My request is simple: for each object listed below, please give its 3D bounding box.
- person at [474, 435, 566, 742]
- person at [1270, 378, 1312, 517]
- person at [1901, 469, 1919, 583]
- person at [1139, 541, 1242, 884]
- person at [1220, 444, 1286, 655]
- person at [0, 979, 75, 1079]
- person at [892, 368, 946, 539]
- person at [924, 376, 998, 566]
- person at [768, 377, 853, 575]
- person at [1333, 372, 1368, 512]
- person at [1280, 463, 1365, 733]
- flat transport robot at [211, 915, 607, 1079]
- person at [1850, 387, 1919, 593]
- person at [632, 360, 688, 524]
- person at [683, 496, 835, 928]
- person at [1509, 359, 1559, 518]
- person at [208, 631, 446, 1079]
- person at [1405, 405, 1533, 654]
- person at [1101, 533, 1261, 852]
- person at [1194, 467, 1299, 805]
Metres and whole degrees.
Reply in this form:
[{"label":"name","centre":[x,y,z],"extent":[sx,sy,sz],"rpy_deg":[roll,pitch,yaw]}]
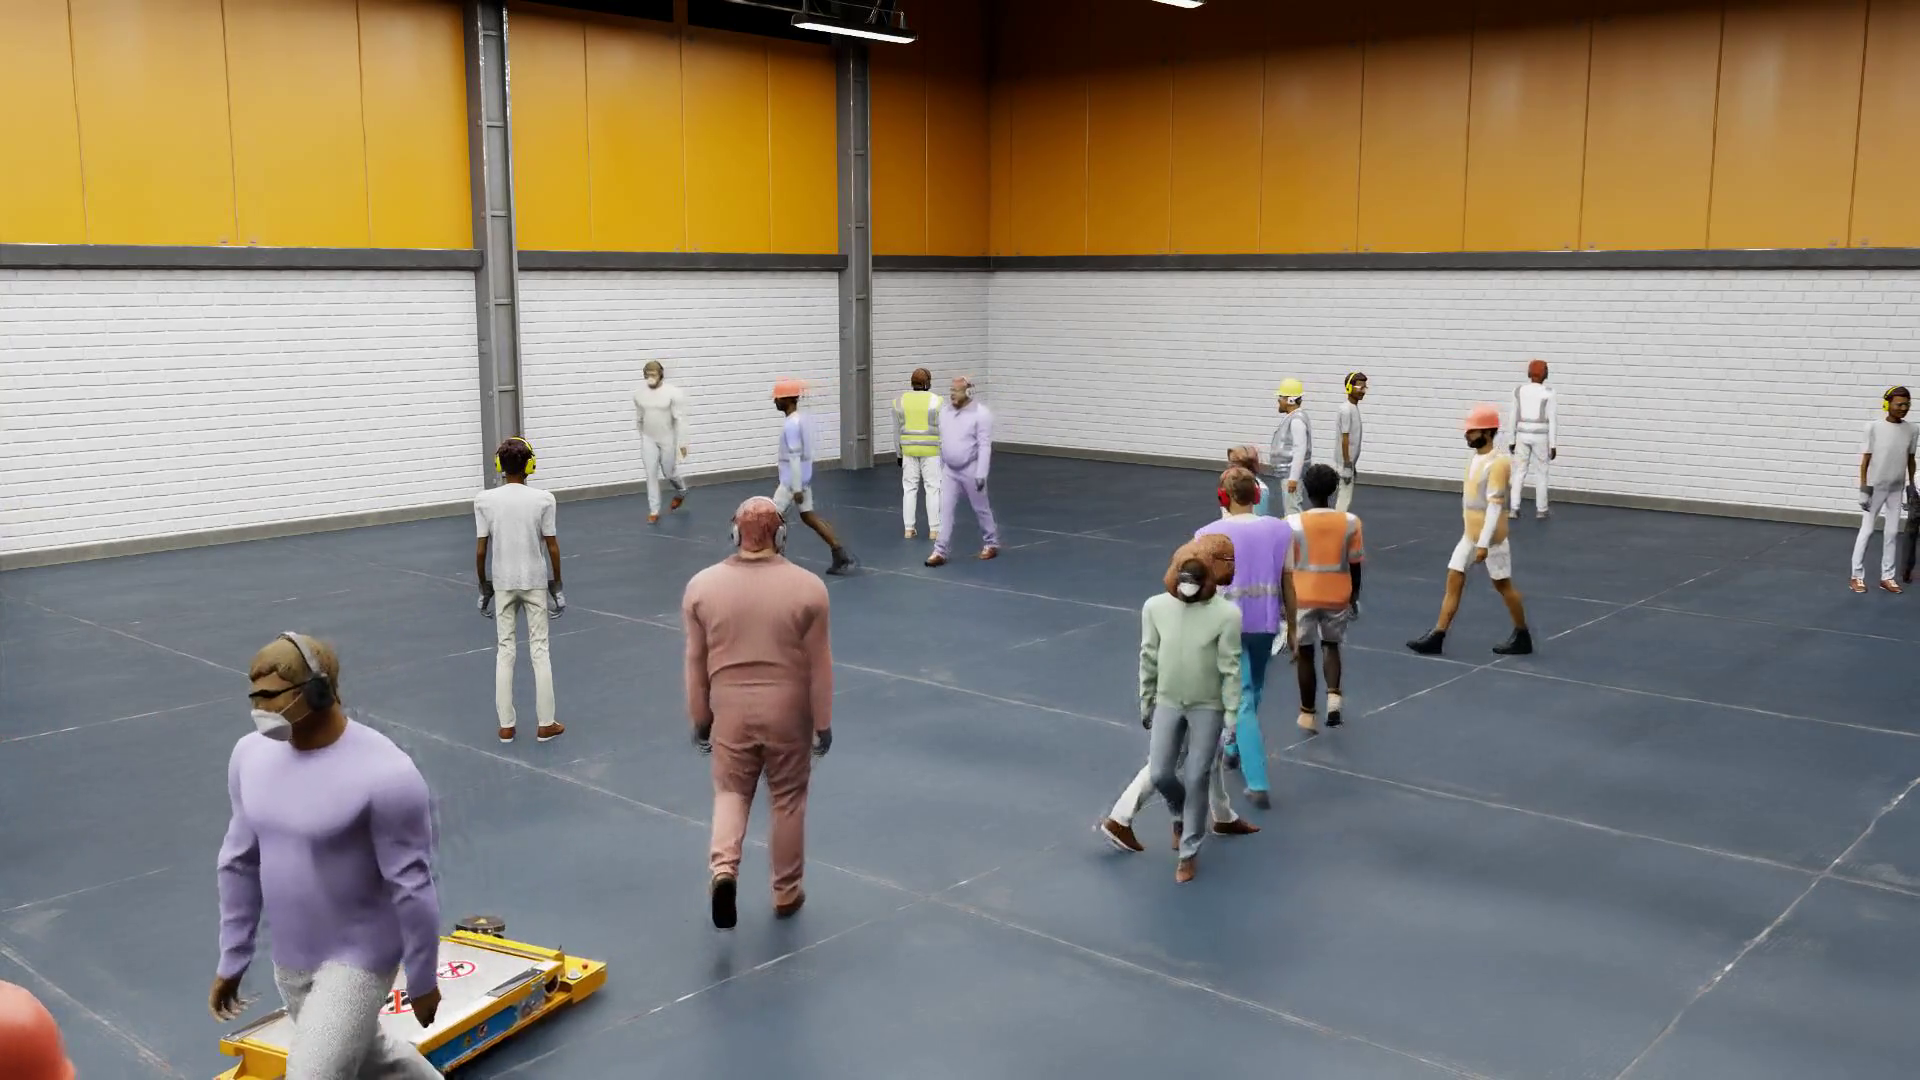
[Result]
[{"label":"person","centre":[-2.669,0.302,10.111],"extent":[0.532,1.866,0.319],"rpy_deg":[-1,9,-5]},{"label":"person","centre":[3.237,-0.669,16.313],"extent":[0.404,1.829,0.600],"rpy_deg":[1,9,6]},{"label":"person","centre":[6.674,0.131,11.129],"extent":[0.645,1.886,0.746],"rpy_deg":[8,12,41]},{"label":"person","centre":[1.091,0.789,7.850],"extent":[0.504,1.616,0.410],"rpy_deg":[4,10,23]},{"label":"person","centre":[2.101,0.104,12.097],"extent":[0.506,1.621,0.527],"rpy_deg":[-4,10,-23]},{"label":"person","centre":[-1.288,1.515,2.273],"extent":[0.551,1.936,0.366],"rpy_deg":[6,11,35]},{"label":"person","centre":[-0.408,-0.928,17.913],"extent":[0.627,1.844,0.429],"rpy_deg":[3,9,16]},{"label":"person","centre":[0.039,-0.686,16.352],"extent":[0.682,1.859,1.002],"rpy_deg":[6,11,35]},{"label":"person","centre":[-1.489,-0.583,15.590],"extent":[0.951,1.903,0.554],"rpy_deg":[1,9,7]},{"label":"person","centre":[3.935,-0.757,16.768],"extent":[0.335,1.865,0.520],"rpy_deg":[3,10,19]},{"label":"person","centre":[2.200,0.363,10.265],"extent":[0.552,1.683,0.361],"rpy_deg":[-1,9,-4]},{"label":"flat transport robot","centre":[-1.996,1.740,6.074],"extent":[0.652,0.197,1.431],"rpy_deg":[4,10,25]},{"label":"person","centre":[8.261,-0.443,14.827],"extent":[0.510,1.860,0.351],"rpy_deg":[0,9,1]},{"label":"person","centre":[-3.422,-1.162,19.276],"extent":[0.642,1.894,0.845],"rpy_deg":[2,9,12]},{"label":"person","centre":[-0.869,0.761,7.177],"extent":[0.653,1.892,0.636],"rpy_deg":[1,9,4]},{"label":"person","centre":[6.683,-1.170,19.375],"extent":[0.595,1.883,0.516],"rpy_deg":[9,12,43]},{"label":"person","centre":[-1.714,1.154,4.741],"extent":[0.619,1.895,1.037],"rpy_deg":[4,10,26]},{"label":"person","centre":[3.861,-0.059,12.328],"extent":[0.986,1.886,0.563],"rpy_deg":[-1,9,-9]},{"label":"person","centre":[1.099,0.745,8.220],"extent":[0.869,1.585,0.522],"rpy_deg":[-2,9,-12]},{"label":"person","centre":[1.539,0.491,9.170],"extent":[0.584,1.783,0.997],"rpy_deg":[-2,9,-11]}]
